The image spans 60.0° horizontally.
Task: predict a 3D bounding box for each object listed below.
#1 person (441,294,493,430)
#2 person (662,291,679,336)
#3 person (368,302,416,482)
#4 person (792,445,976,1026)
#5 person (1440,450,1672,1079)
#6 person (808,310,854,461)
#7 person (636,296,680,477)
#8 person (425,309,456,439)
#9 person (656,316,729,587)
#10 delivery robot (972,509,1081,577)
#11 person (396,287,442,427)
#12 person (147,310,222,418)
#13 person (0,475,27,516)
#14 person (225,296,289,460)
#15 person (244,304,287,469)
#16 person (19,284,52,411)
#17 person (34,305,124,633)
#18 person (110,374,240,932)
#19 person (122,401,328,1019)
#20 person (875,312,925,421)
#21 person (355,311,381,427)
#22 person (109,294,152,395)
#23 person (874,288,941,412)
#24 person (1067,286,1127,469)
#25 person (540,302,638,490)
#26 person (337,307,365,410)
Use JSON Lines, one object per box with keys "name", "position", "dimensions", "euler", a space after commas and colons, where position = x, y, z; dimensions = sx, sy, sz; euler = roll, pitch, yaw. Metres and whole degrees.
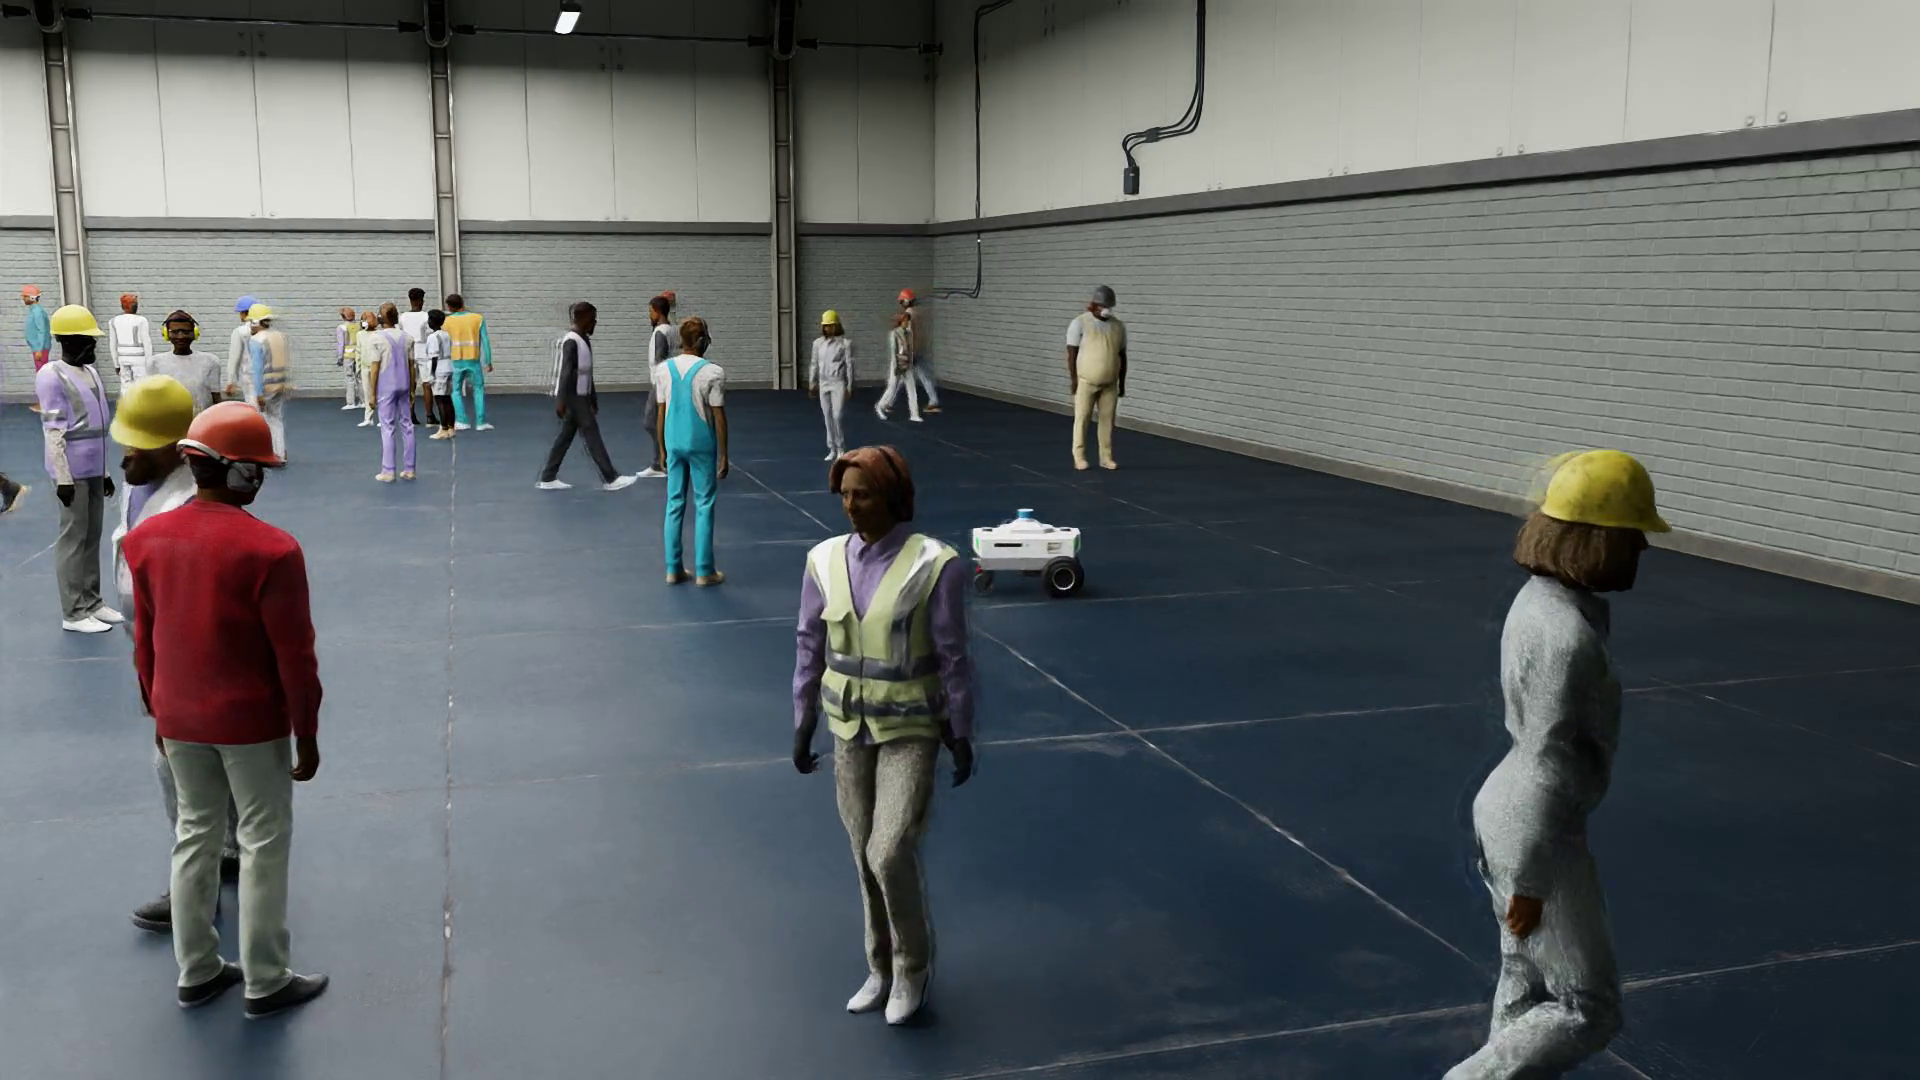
{"name": "person", "position": [-6.810, -2.449, 22.959], "dimensions": [0.662, 1.881, 0.394], "euler": [-3, 10, -21]}
{"name": "person", "position": [-4.717, -3.074, 26.914], "dimensions": [0.338, 1.882, 0.582], "euler": [1, 9, 9]}
{"name": "person", "position": [-5.834, -1.516, 17.099], "dimensions": [0.342, 1.846, 0.509], "euler": [8, 12, 40]}
{"name": "person", "position": [-0.236, 0.549, 4.618], "dimensions": [0.545, 1.622, 0.424], "euler": [5, 10, 31]}
{"name": "person", "position": [1.264, 0.658, 3.610], "dimensions": [0.431, 1.725, 0.503], "euler": [2, 9, 10]}
{"name": "person", "position": [-1.470, -1.734, 18.890], "dimensions": [0.504, 1.727, 0.565], "euler": [4, 10, 22]}
{"name": "person", "position": [-3.141, -1.588, 17.358], "dimensions": [0.520, 1.902, 0.626], "euler": [0, 9, 1]}
{"name": "person", "position": [-6.768, -2.154, 21.643], "dimensions": [0.317, 1.695, 0.540], "euler": [1, 9, 5]}
{"name": "person", "position": [-1.802, -0.592, 11.257], "dimensions": [0.516, 1.835, 0.357], "euler": [3, 9, 16]}
{"name": "delivery robot", "position": [0.436, 0.037, 10.997], "dimensions": [0.707, 0.478, 0.477], "euler": [0, 9, 0]}
{"name": "person", "position": [-7.616, -2.566, 23.413], "dimensions": [0.600, 1.967, 0.368], "euler": [2, 9, 10]}
{"name": "person", "position": [-5.576, -0.728, 12.026], "dimensions": [0.504, 1.864, 0.332], "euler": [-4, 10, -22]}
{"name": "person", "position": [-8.341, -1.096, 14.080], "dimensions": [0.539, 1.946, 0.624], "euler": [-4, 10, -26]}
{"name": "person", "position": [-8.040, -1.825, 18.938], "dimensions": [1.008, 1.898, 0.616], "euler": [3, 9, 19]}
{"name": "person", "position": [-7.558, -1.657, 18.097], "dimensions": [0.434, 1.812, 0.596], "euler": [2, 9, 12]}
{"name": "person", "position": [-14.544, -3.021, 26.226], "dimensions": [0.391, 1.995, 0.613], "euler": [-5, 10, -31]}
{"name": "person", "position": [-5.198, -0.421, 9.855], "dimensions": [0.366, 1.927, 0.585], "euler": [-1, 9, -5]}
{"name": "person", "position": [-2.505, 0.349, 5.388], "dimensions": [0.596, 1.782, 0.625], "euler": [-8, 12, -41]}
{"name": "person", "position": [-2.043, 0.480, 4.705], "dimensions": [0.575, 1.739, 0.351], "euler": [2, 9, 16]}
{"name": "person", "position": [-0.899, -2.551, 24.477], "dimensions": [0.809, 1.613, 0.517], "euler": [7, 12, 39]}
{"name": "person", "position": [-8.293, -2.407, 23.459], "dimensions": [0.508, 1.632, 0.264], "euler": [2, 9, 15]}
{"name": "person", "position": [-11.240, -2.400, 22.619], "dimensions": [0.572, 1.883, 0.355], "euler": [1, 9, 9]}
{"name": "person", "position": [-0.782, -2.956, 26.016], "dimensions": [1.072, 1.935, 0.643], "euler": [3, 9, 18]}
{"name": "person", "position": [1.531, -1.781, 18.171], "dimensions": [0.703, 2.000, 0.536], "euler": [-3, 9, -20]}
{"name": "person", "position": [-3.711, -1.407, 16.380], "dimensions": [1.013, 1.851, 0.617], "euler": [0, 9, -1]}
{"name": "person", "position": [-9.735, -2.898, 26.582], "dimensions": [0.311, 1.636, 0.523], "euler": [4, 10, 26]}
